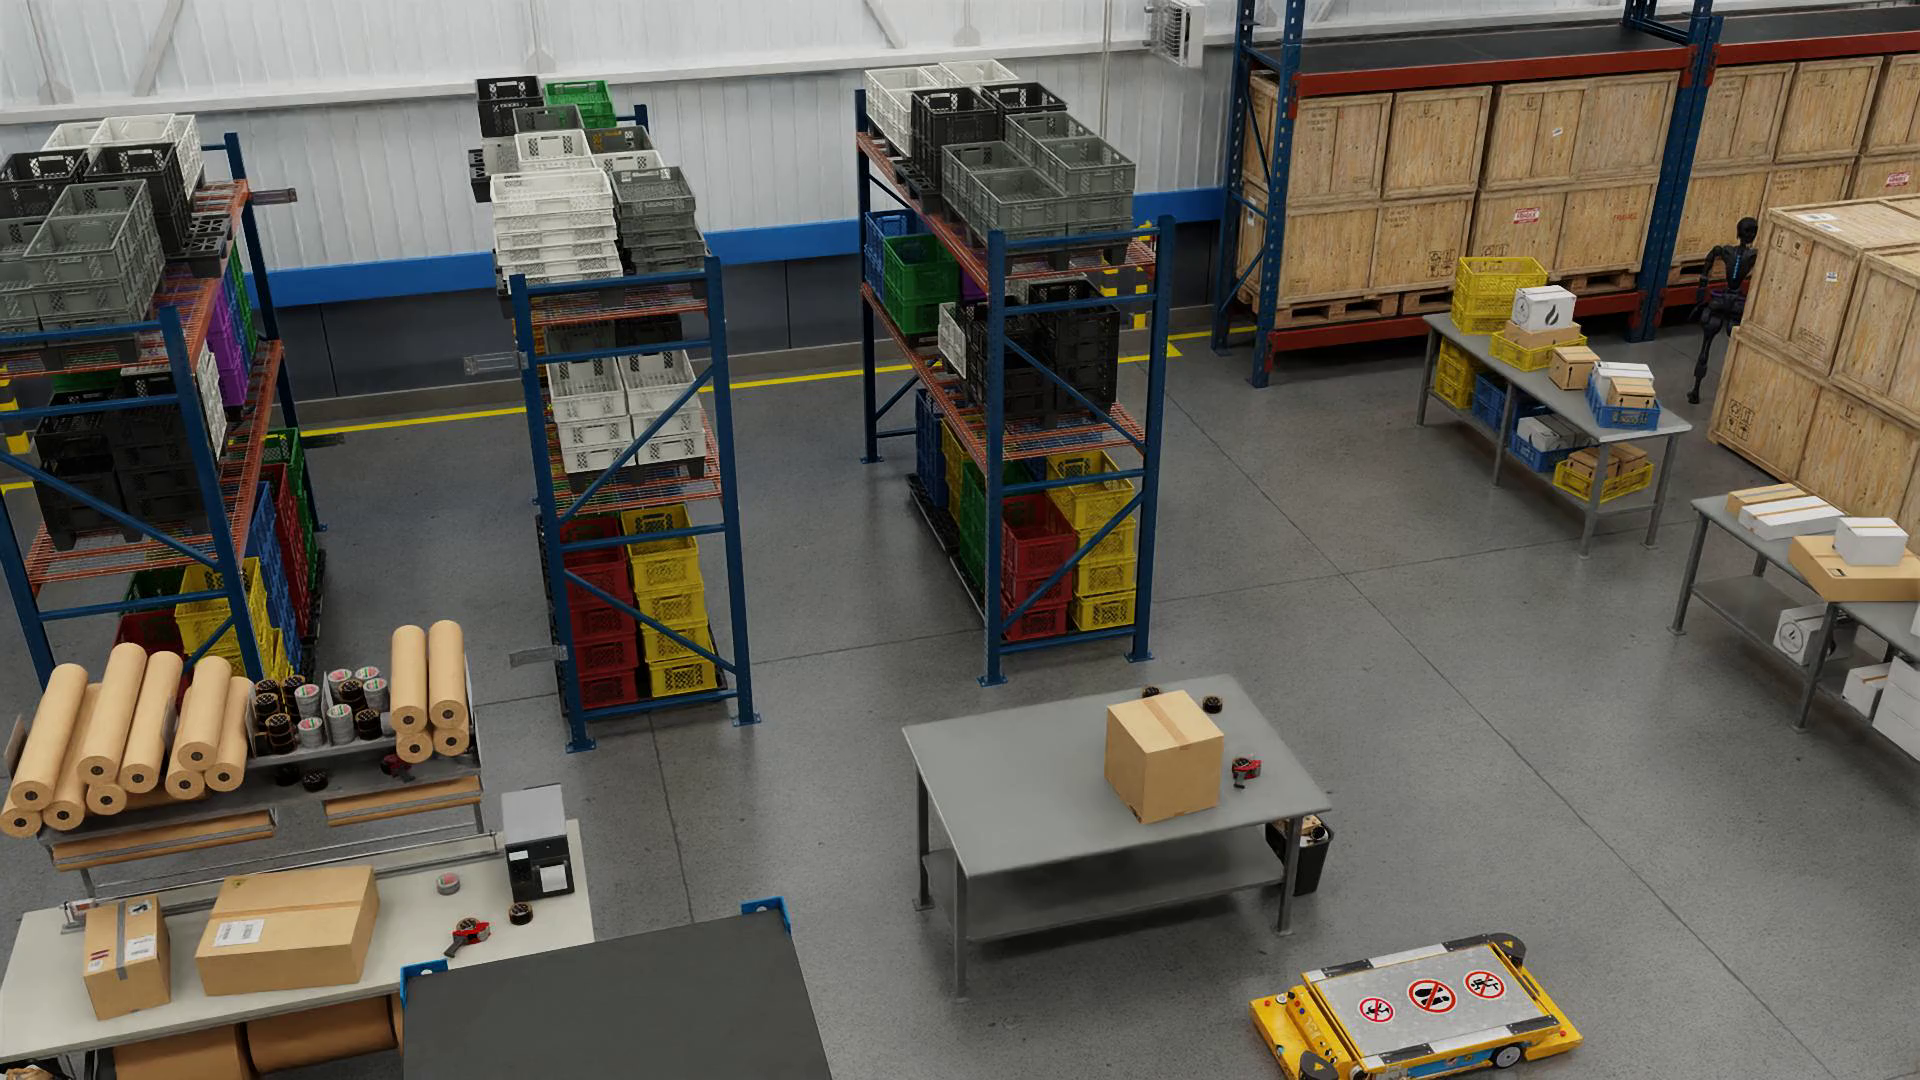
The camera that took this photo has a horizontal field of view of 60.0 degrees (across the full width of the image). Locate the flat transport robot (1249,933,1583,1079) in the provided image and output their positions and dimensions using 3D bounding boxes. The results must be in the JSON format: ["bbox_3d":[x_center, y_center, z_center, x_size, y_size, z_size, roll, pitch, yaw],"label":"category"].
[{"bbox_3d":[2.184,2.282,7.980,1.431,0.197,0.652,-8,30,-14],"label":"flat transport robot"}]

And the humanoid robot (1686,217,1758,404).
[{"bbox_3d":[6.573,-1.959,14.252,0.603,1.652,0.321,16,33,27],"label":"humanoid robot"}]
